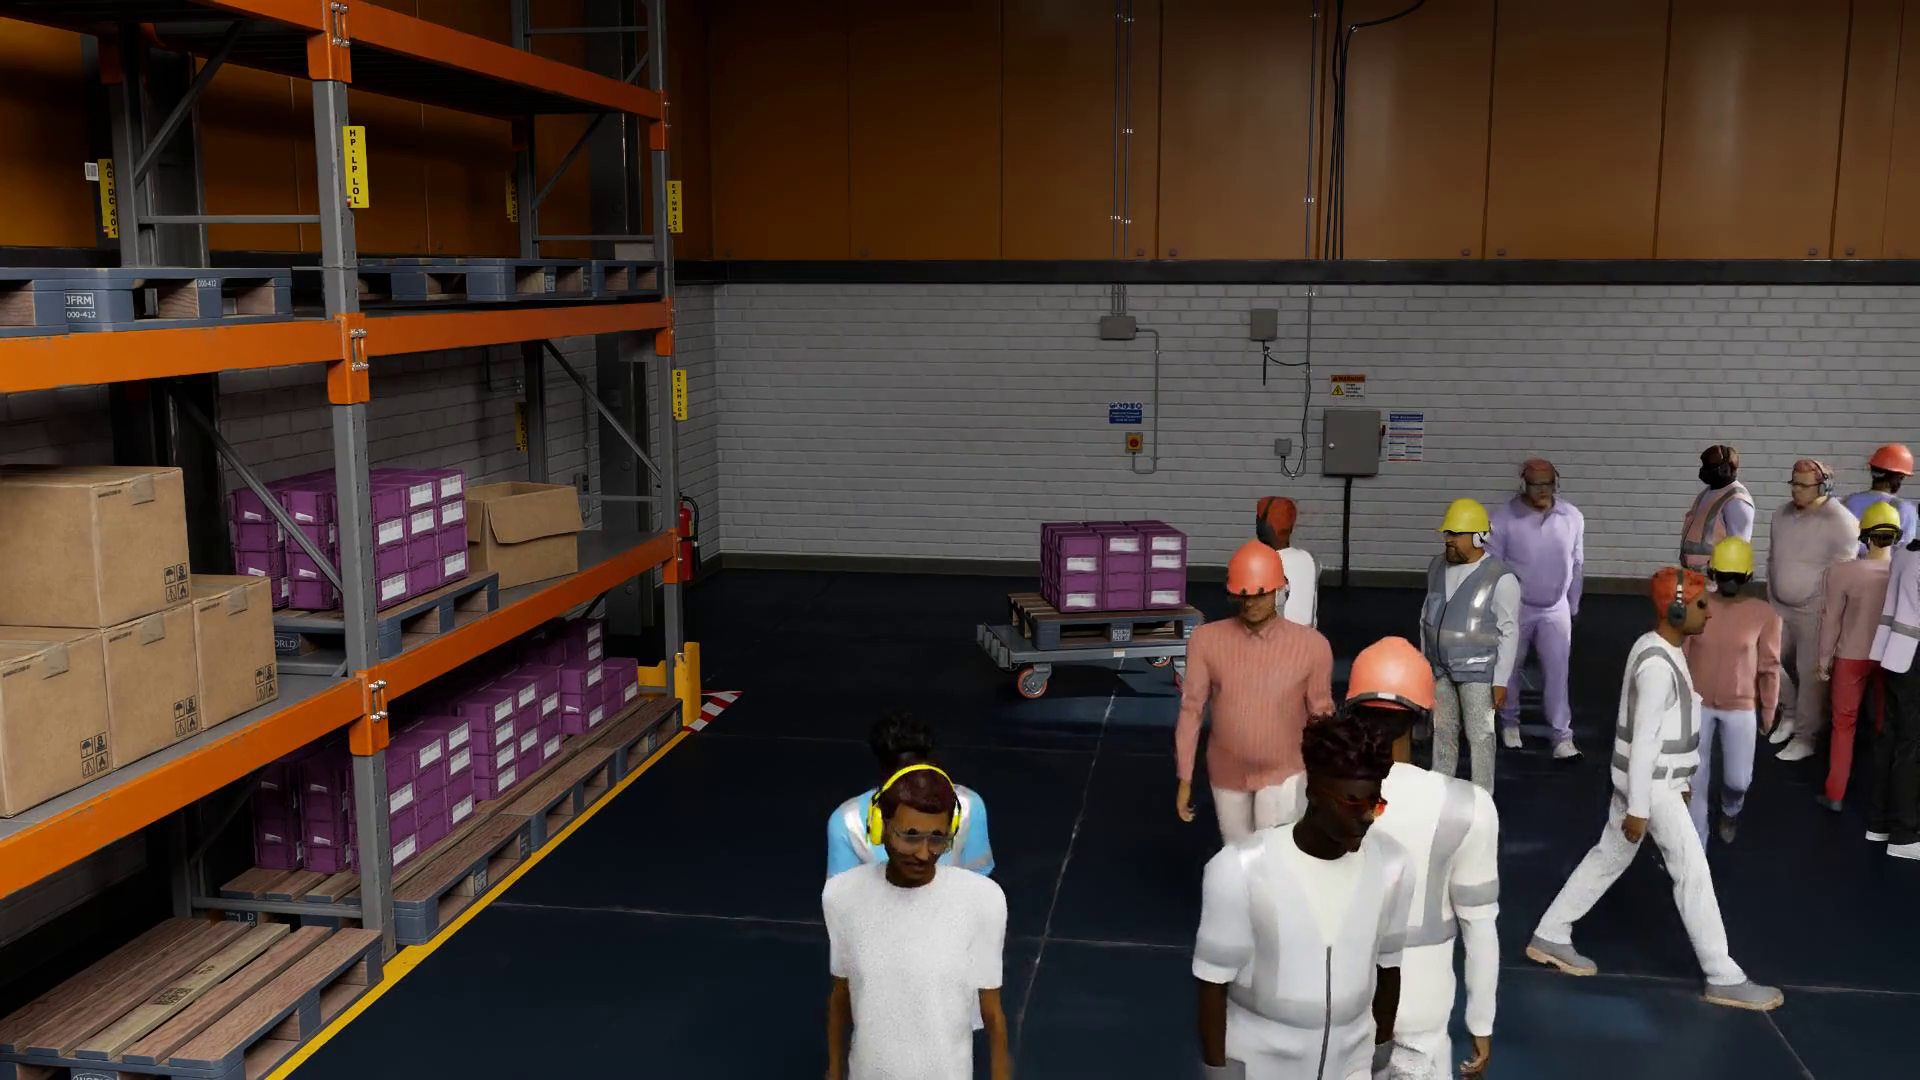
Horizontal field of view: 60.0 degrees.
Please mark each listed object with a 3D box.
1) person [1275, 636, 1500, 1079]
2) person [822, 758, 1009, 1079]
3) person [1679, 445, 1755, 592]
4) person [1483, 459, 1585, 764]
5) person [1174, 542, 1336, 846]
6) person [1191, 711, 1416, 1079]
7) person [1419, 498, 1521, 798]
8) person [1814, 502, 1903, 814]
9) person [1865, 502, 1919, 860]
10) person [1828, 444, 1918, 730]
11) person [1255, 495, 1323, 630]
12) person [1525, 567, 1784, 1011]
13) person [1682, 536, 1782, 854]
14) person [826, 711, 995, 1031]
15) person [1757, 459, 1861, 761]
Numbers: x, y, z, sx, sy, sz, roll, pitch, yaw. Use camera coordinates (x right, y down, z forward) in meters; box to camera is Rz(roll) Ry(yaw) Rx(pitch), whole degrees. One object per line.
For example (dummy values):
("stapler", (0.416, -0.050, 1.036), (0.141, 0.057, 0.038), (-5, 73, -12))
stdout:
("person", (1.156, 1.287, 4.604), (0.627, 2.024, 0.798), (3, 10, 19))
("person", (-0.107, 1.431, 4.352), (0.545, 1.833, 0.835), (2, 9, 11))
("person", (5.198, 0.262, 11.498), (0.429, 1.844, 0.627), (0, 9, 3))
("person", (3.556, 0.446, 10.272), (0.681, 1.863, 0.935), (0, 9, 2))
("person", (1.195, 0.969, 6.835), (0.644, 1.928, 1.058), (3, 10, 21))
("person", (0.890, 1.369, 4.463), (0.623, 1.928, 0.697), (-2, 9, -11))
("person", (2.694, 0.681, 8.937), (0.403, 1.830, 0.601), (-6, 11, -32))
("person", (5.060, 0.665, 9.264), (0.524, 1.763, 0.331), (2, 10, 14))
("person", (4.961, 0.688, 8.641), (0.398, 1.916, 0.590), (2, 9, 10))
("person", (5.953, 0.327, 10.914), (0.453, 1.917, 0.643), (-5, 11, -30))
("person", (1.715, 0.692, 8.772), (0.585, 1.866, 0.717), (-7, 12, -37))
("person", (2.912, 1.010, 6.958), (1.017, 1.828, 0.589), (3, 10, 19))
("person", (3.825, 0.817, 8.377), (0.523, 1.743, 0.591), (4, 10, 24))
("person", (-0.148, 1.341, 5.345), (0.561, 1.664, 0.404), (-1, 9, -4))
("person", (5.201, 0.436, 10.284), (0.413, 1.884, 0.653), (-4, 10, -23))
